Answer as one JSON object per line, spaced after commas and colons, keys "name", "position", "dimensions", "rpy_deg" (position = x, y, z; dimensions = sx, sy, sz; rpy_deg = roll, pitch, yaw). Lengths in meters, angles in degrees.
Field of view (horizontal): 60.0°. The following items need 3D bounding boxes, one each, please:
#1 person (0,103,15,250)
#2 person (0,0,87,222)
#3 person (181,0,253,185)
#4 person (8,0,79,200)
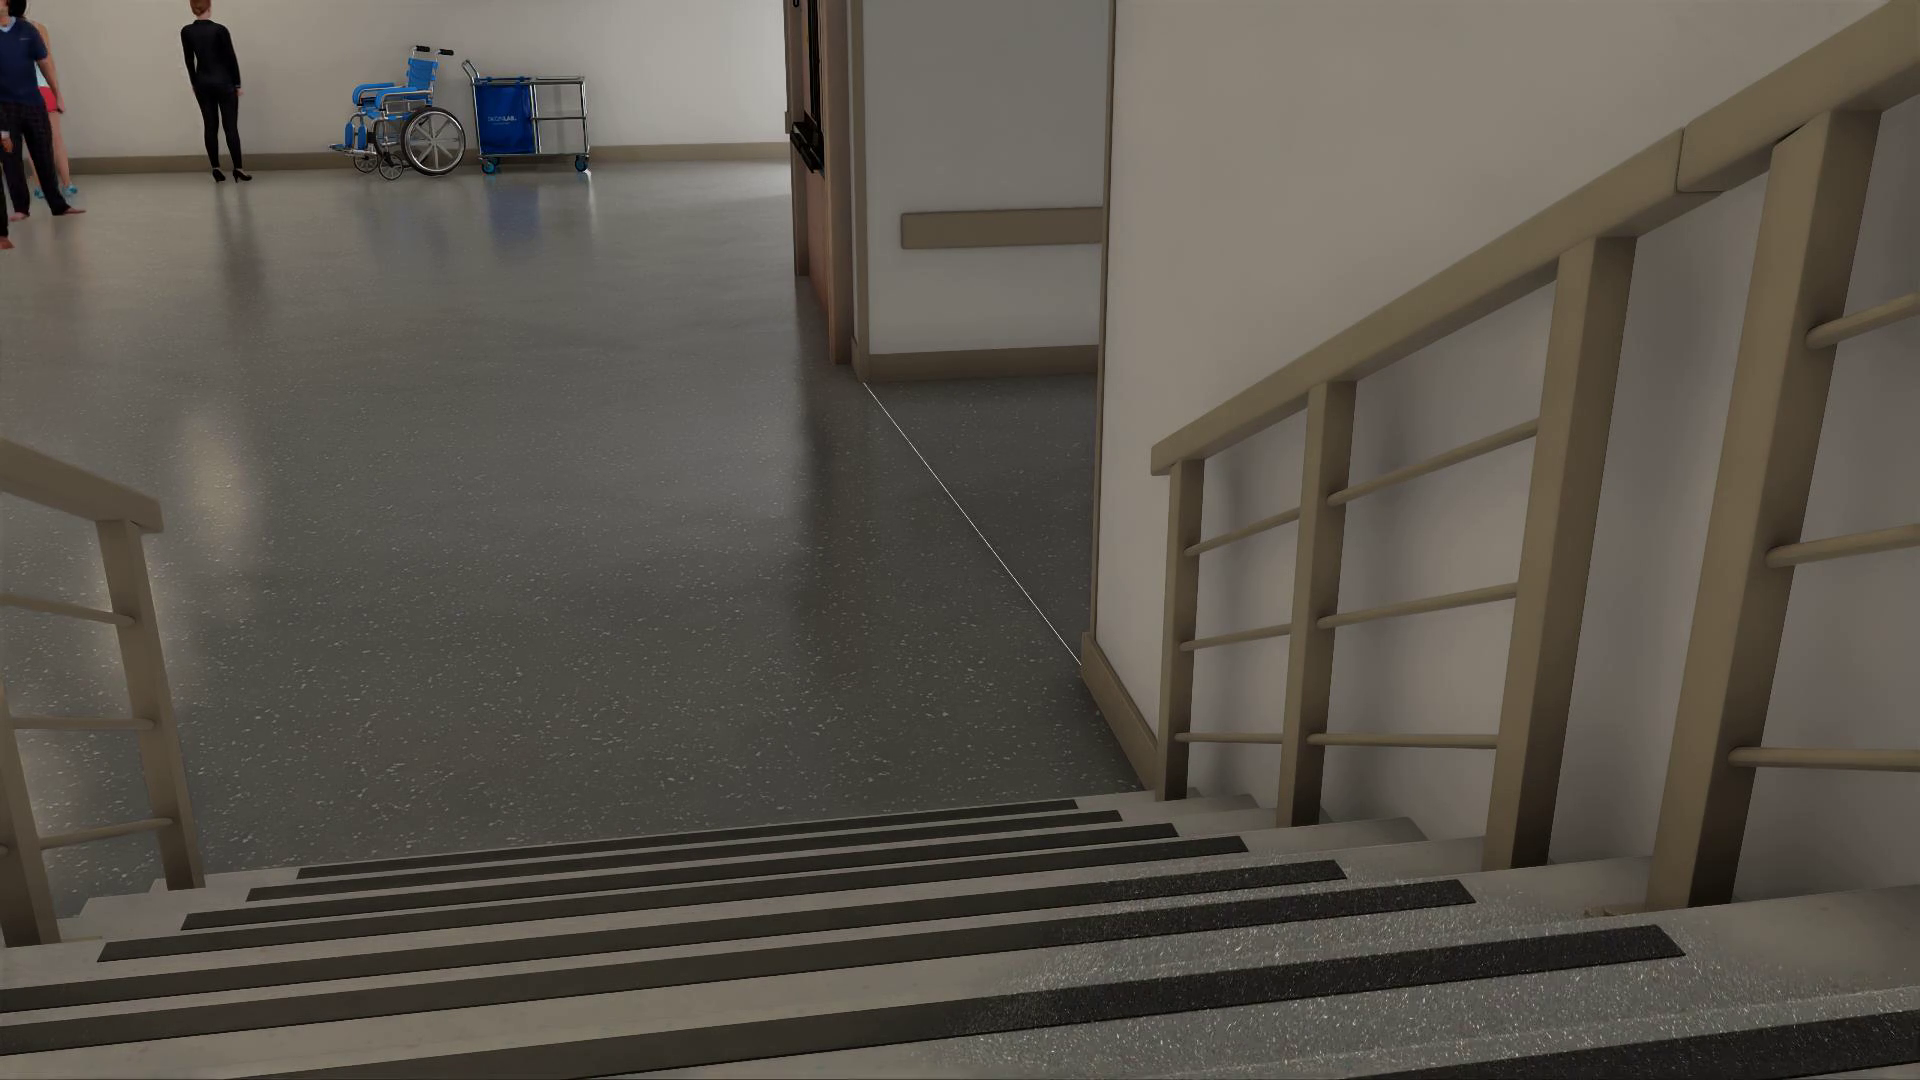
{"name": "person", "position": [-7.286, -2.986, 12.177], "dimensions": [0.791, 1.710, 0.738], "rpy_deg": [-11, 23, -27]}
{"name": "person", "position": [-7.570, -3.505, 13.335], "dimensions": [0.875, 1.860, 0.882], "rpy_deg": [16, 26, 36]}
{"name": "person", "position": [-6.825, -4.134, 15.243], "dimensions": [0.650, 1.685, 0.610], "rpy_deg": [0, 21, -1]}
{"name": "person", "position": [-8.065, -3.888, 14.482], "dimensions": [0.649, 1.764, 0.651], "rpy_deg": [-11, 23, -26]}
